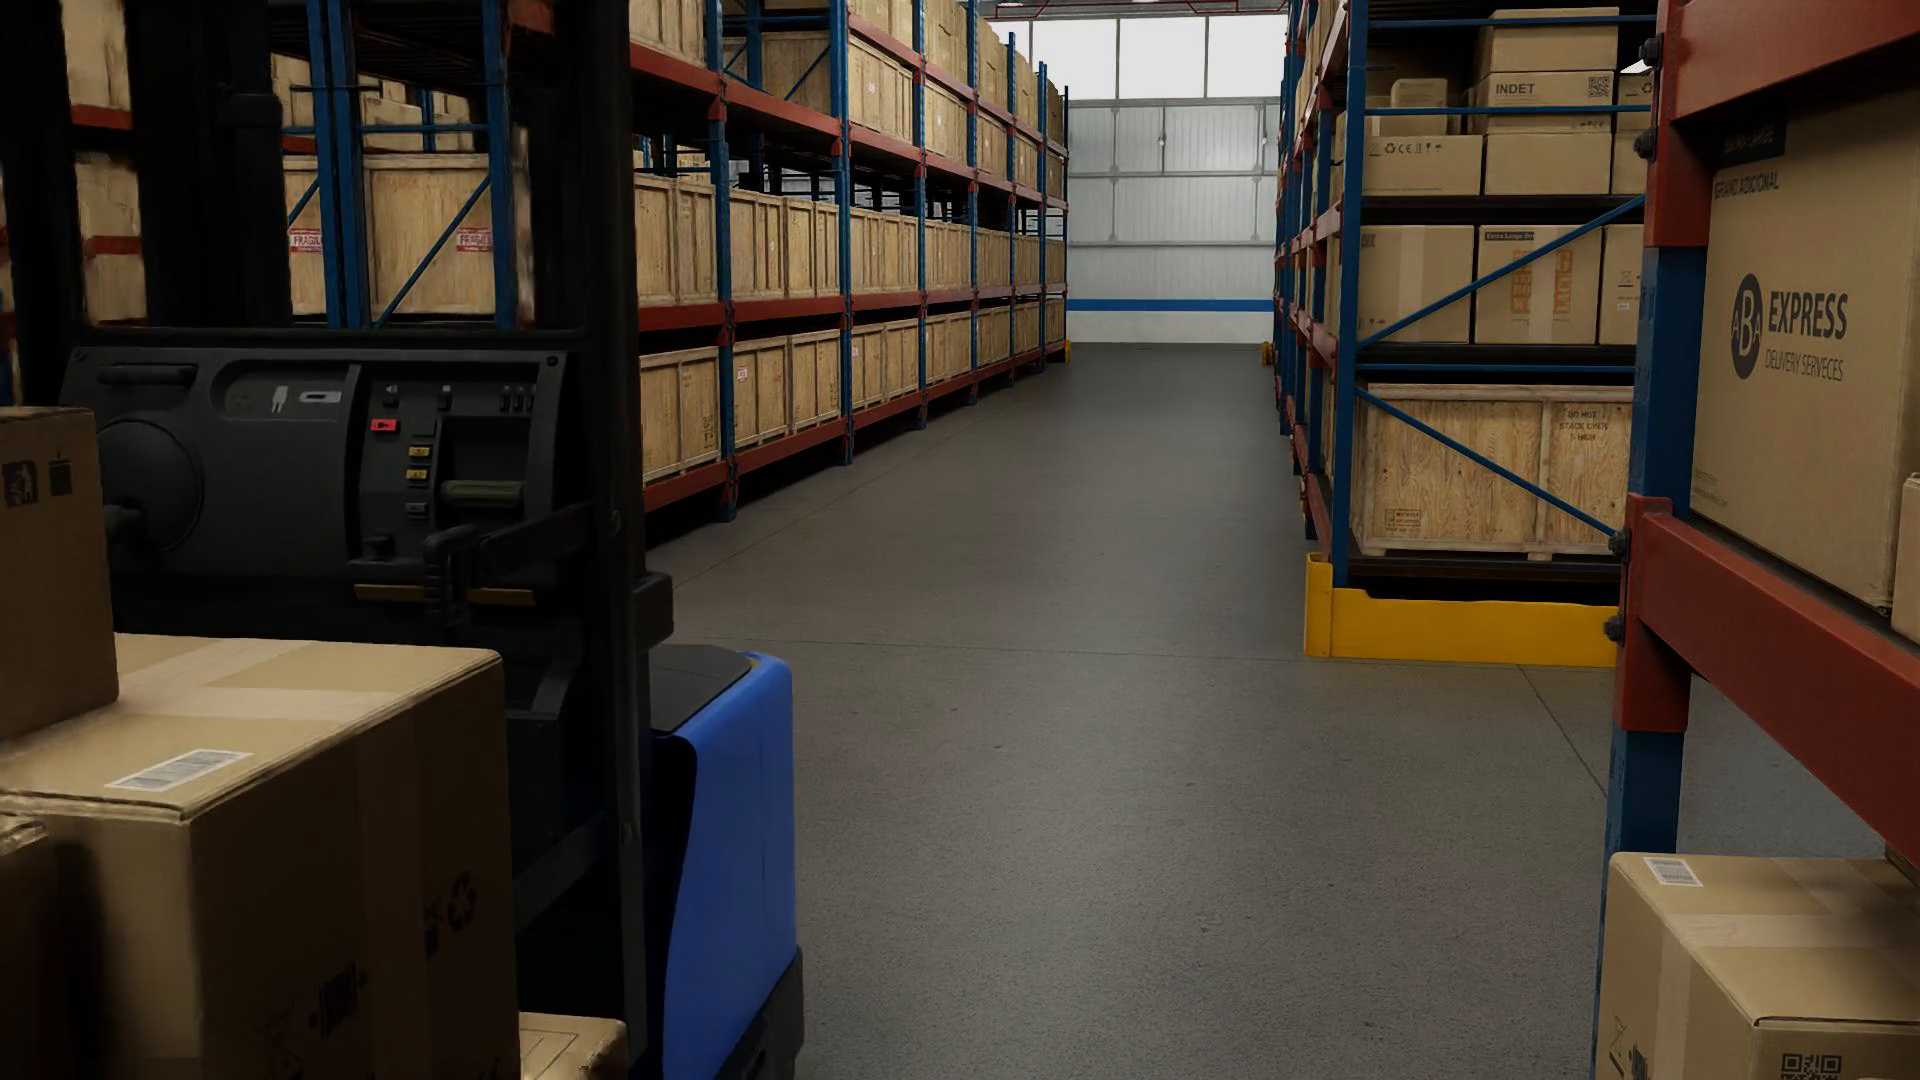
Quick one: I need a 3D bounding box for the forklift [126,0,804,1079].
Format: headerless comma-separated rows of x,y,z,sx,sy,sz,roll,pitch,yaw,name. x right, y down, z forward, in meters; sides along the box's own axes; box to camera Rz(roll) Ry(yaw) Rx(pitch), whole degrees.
-1.056,0.068,3.265,1.129,2.768,1.873,2,9,10,forklift
